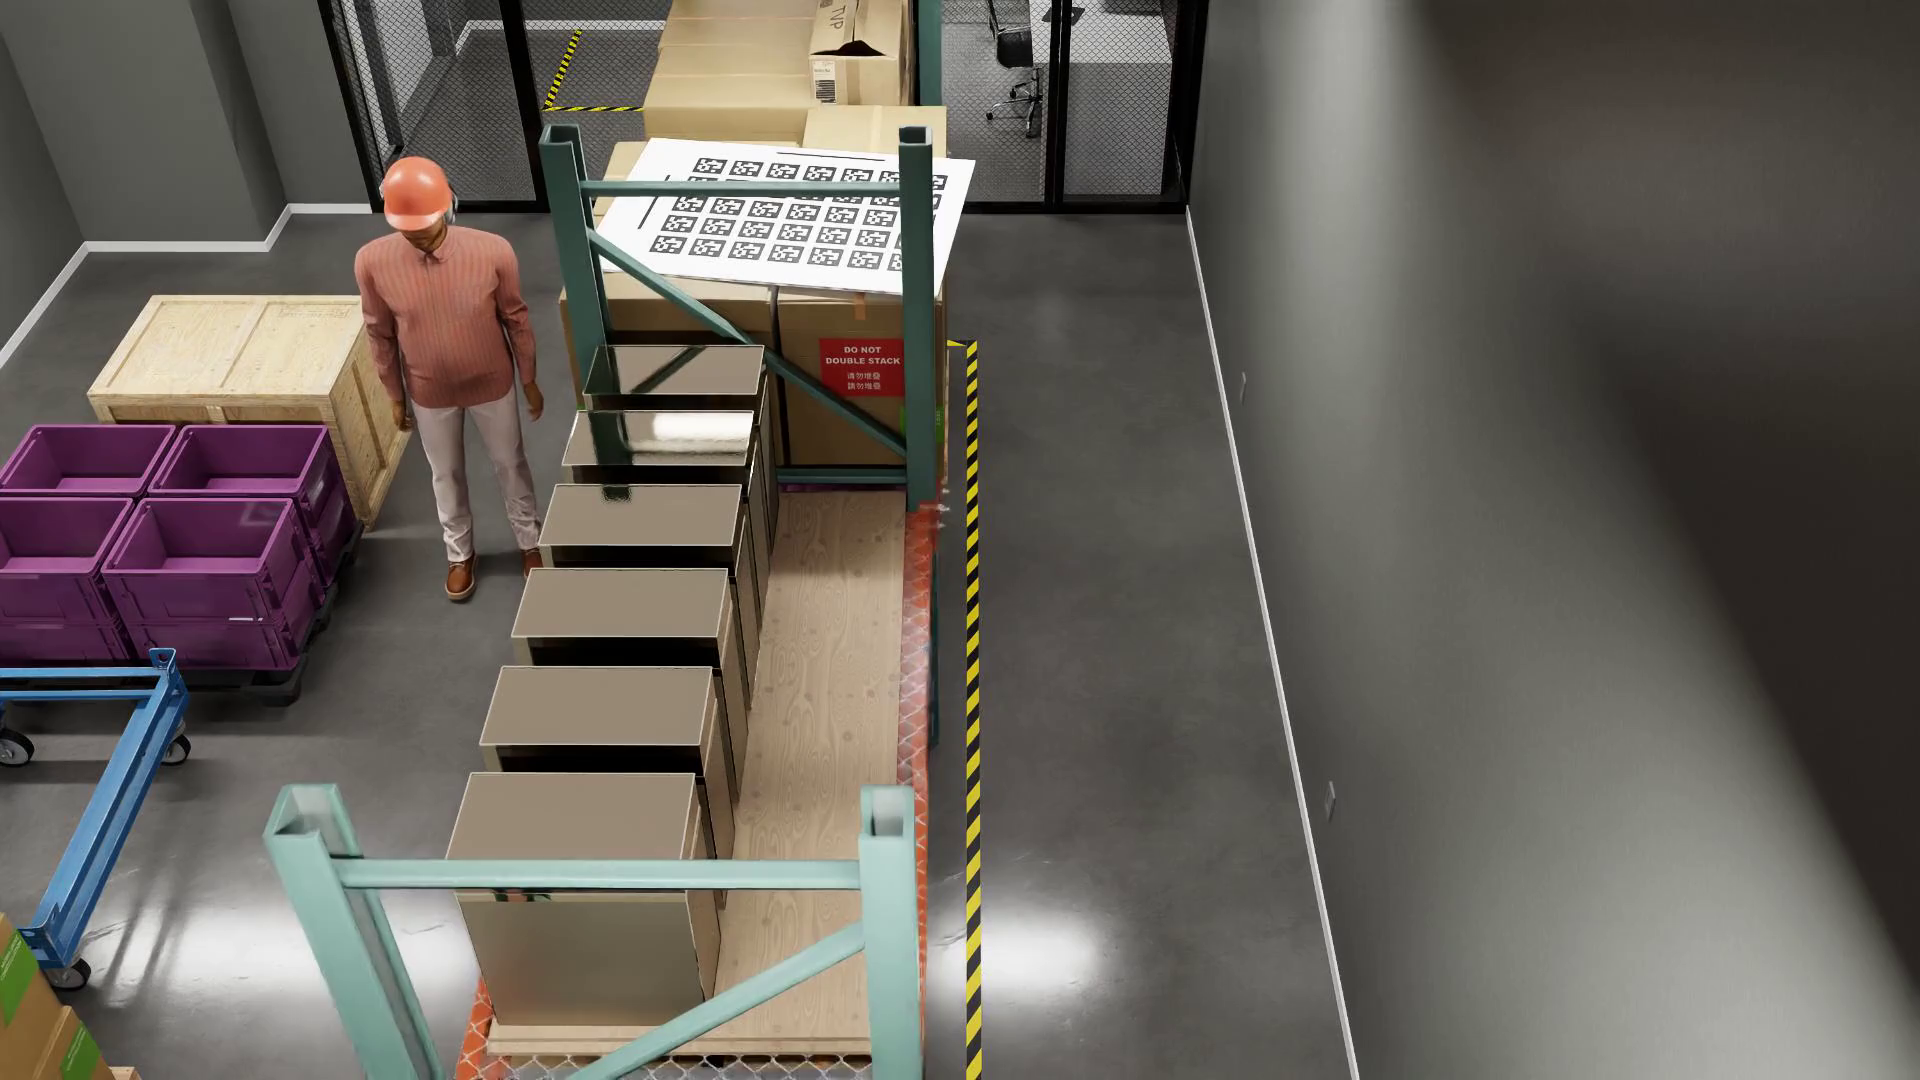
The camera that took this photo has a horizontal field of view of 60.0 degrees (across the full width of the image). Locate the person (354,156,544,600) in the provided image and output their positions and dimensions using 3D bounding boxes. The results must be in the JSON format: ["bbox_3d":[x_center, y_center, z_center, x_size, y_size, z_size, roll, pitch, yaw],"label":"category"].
[{"bbox_3d":[-1.958,-0.610,6.544,0.613,1.992,0.397,-8,42,-9],"label":"person"}]
